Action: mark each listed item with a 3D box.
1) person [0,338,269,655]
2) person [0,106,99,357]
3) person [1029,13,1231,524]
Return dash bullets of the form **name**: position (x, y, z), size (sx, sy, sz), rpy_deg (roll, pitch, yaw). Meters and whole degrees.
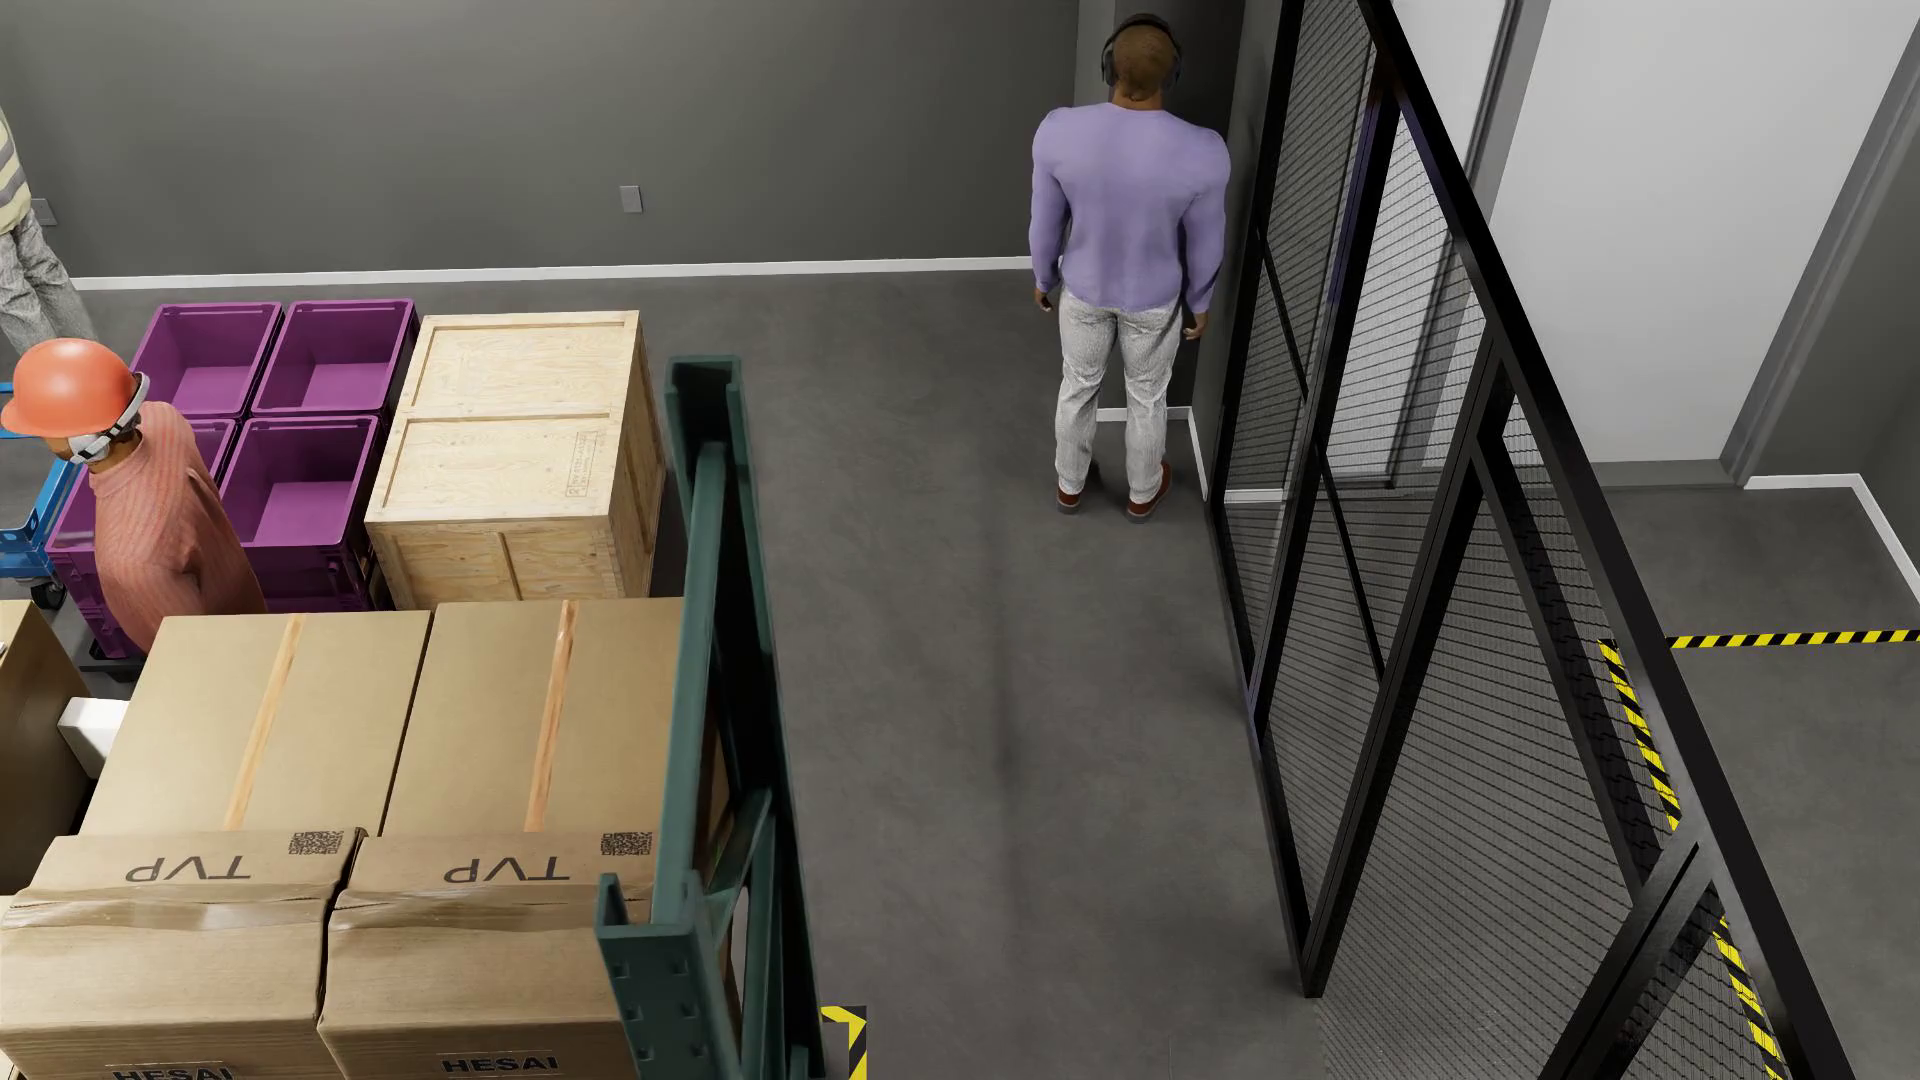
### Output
- **person**: position (-2.037, 0.252, 4.478), size (0.376, 1.995, 0.612), rpy_deg (-12, 48, -12)
- **person**: position (-3.541, -1.195, 5.970), size (0.404, 1.832, 0.600), rpy_deg (0, 46, 0)
- **person**: position (0.541, -0.844, 5.563), size (0.633, 1.937, 0.360), rpy_deg (11, 47, 10)
